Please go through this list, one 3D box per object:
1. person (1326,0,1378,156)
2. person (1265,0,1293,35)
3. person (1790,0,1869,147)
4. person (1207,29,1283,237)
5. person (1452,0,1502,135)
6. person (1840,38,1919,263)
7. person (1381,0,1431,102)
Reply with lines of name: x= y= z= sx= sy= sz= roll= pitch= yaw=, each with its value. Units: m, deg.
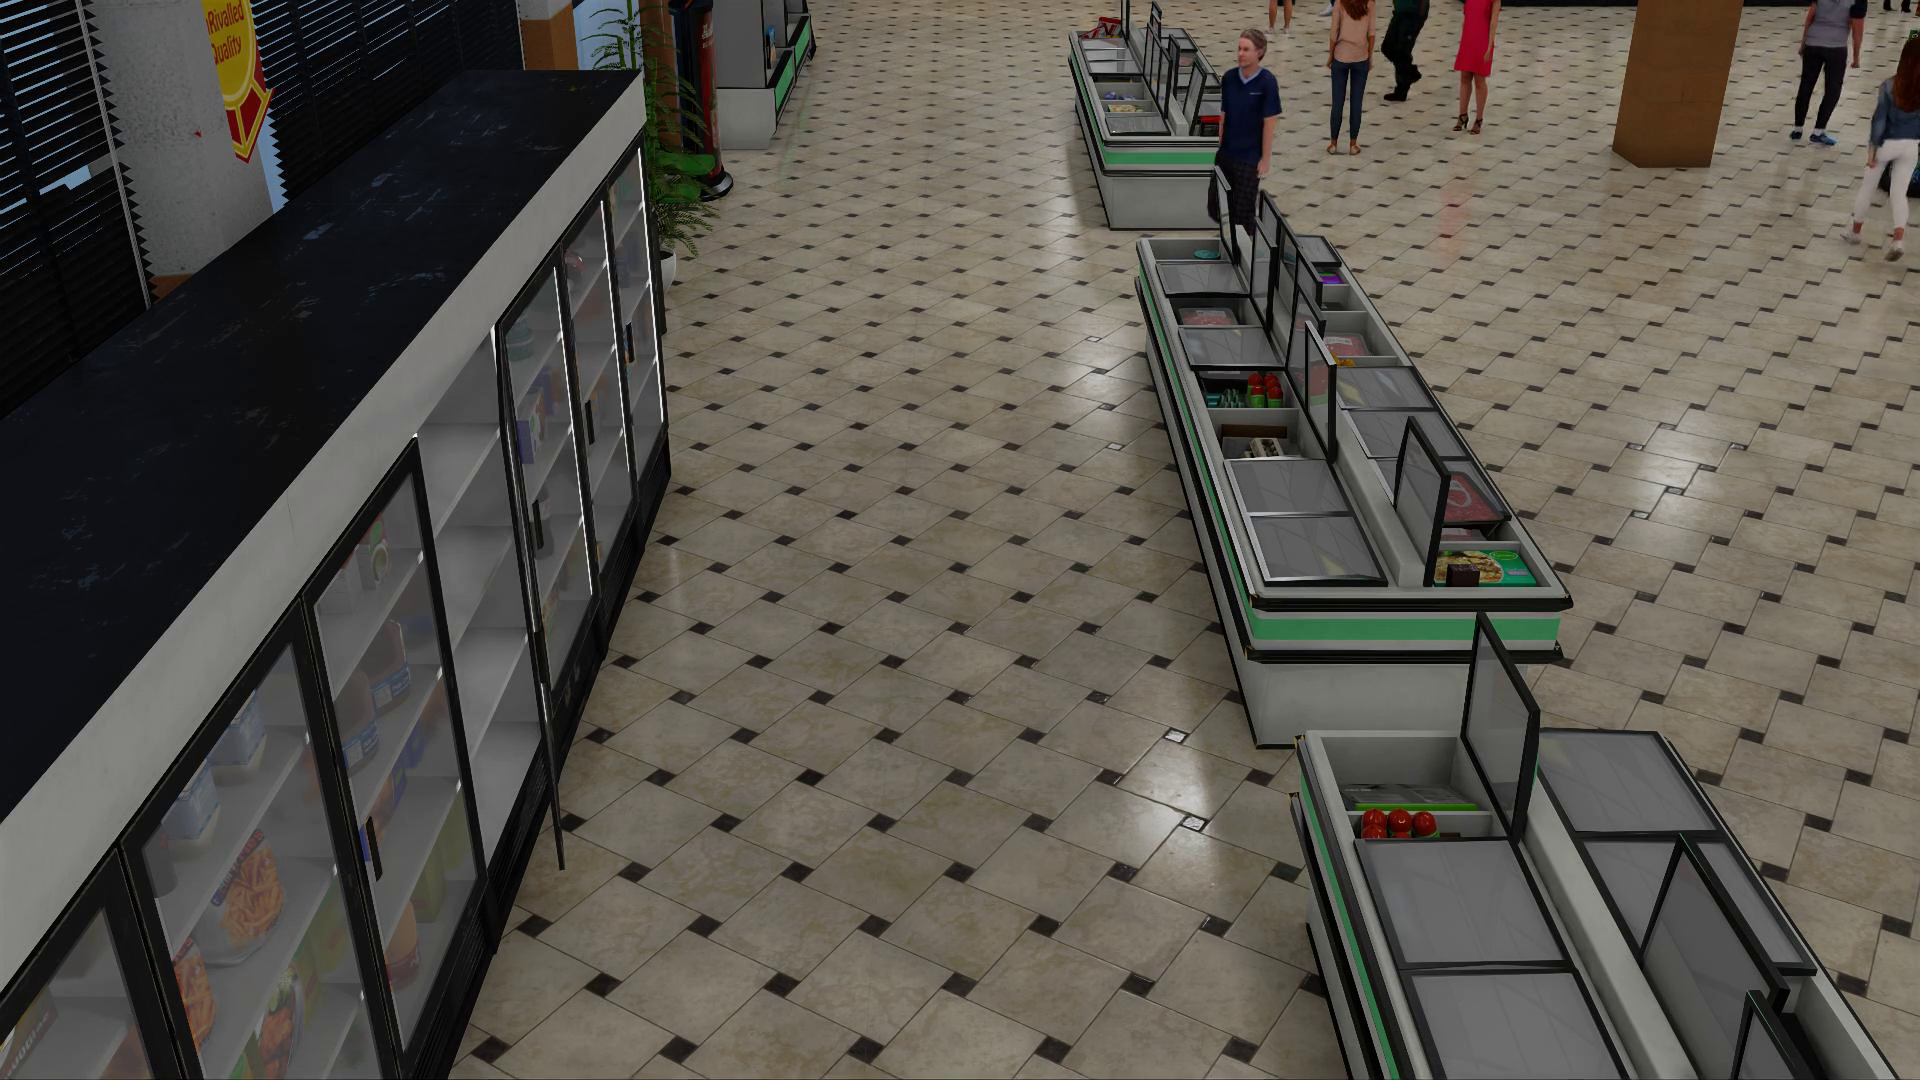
person: x=3.771 y=-4.633 z=16.051 sx=0.635 sy=1.792 sz=0.592 roll=6 pitch=27 yaw=11
person: x=4.259 y=-7.541 z=21.963 sx=0.638 sy=1.631 sz=0.530 roll=-1 pitch=27 yaw=-1
person: x=8.535 y=-4.834 z=16.435 sx=0.846 sy=1.803 sz=0.925 roll=18 pitch=32 yaw=32
person: x=2.181 y=-2.920 z=12.593 sx=0.837 sy=1.863 sz=0.892 roll=22 pitch=34 yaw=37
person: x=5.259 y=-5.014 z=16.881 sx=0.722 sy=1.720 sz=0.639 roll=-18 pitch=32 yaw=-31
person: x=7.340 y=-3.008 z=12.985 sx=0.751 sy=1.668 sz=1.158 roll=5 pitch=27 yaw=10
person: x=4.975 y=-5.728 z=18.172 sx=0.900 sy=1.827 sz=0.850 roll=-12 pitch=29 yaw=-22
